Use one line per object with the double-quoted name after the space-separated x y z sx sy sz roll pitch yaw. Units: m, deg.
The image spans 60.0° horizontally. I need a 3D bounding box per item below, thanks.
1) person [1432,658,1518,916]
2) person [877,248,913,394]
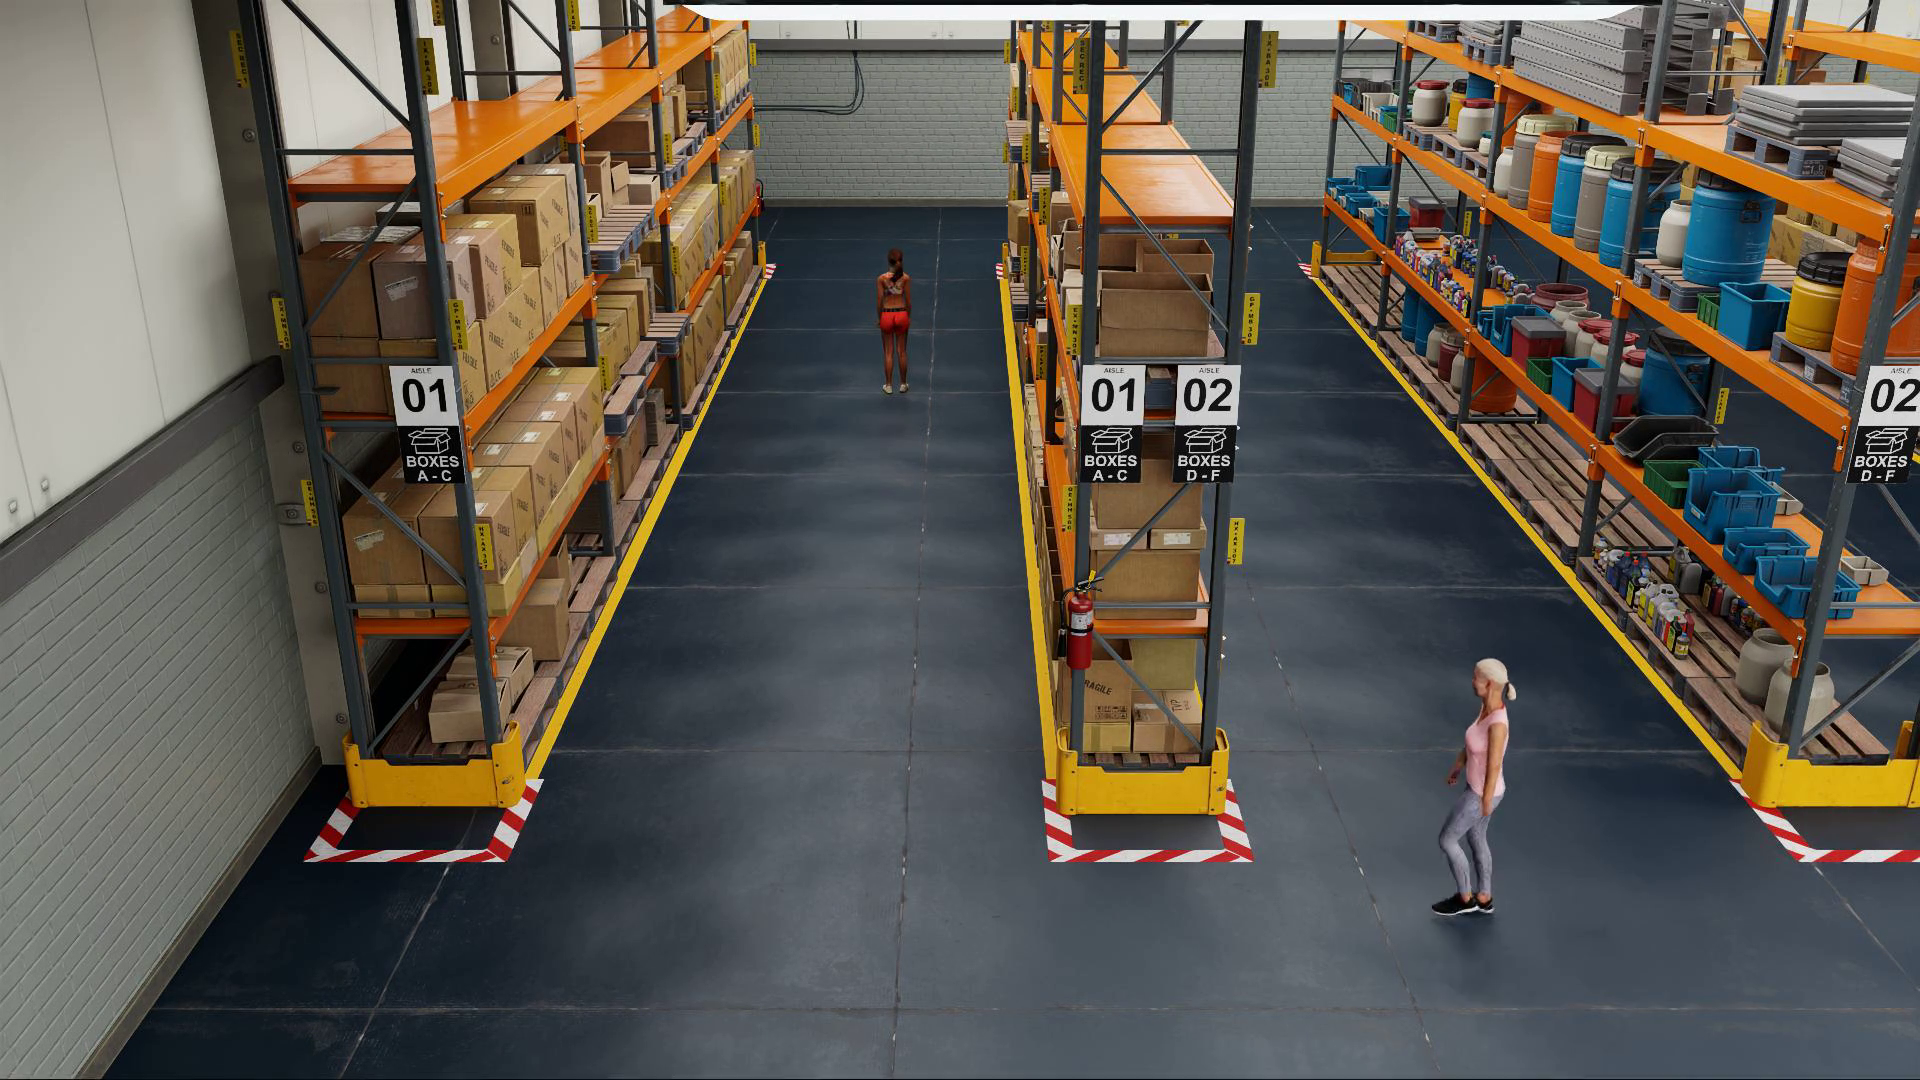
3.282 1.538 10.183 0.685 1.703 0.619 5 23 12 "person"
-0.807 -2.690 20.404 0.610 1.791 0.593 -3 22 -7 "person"
